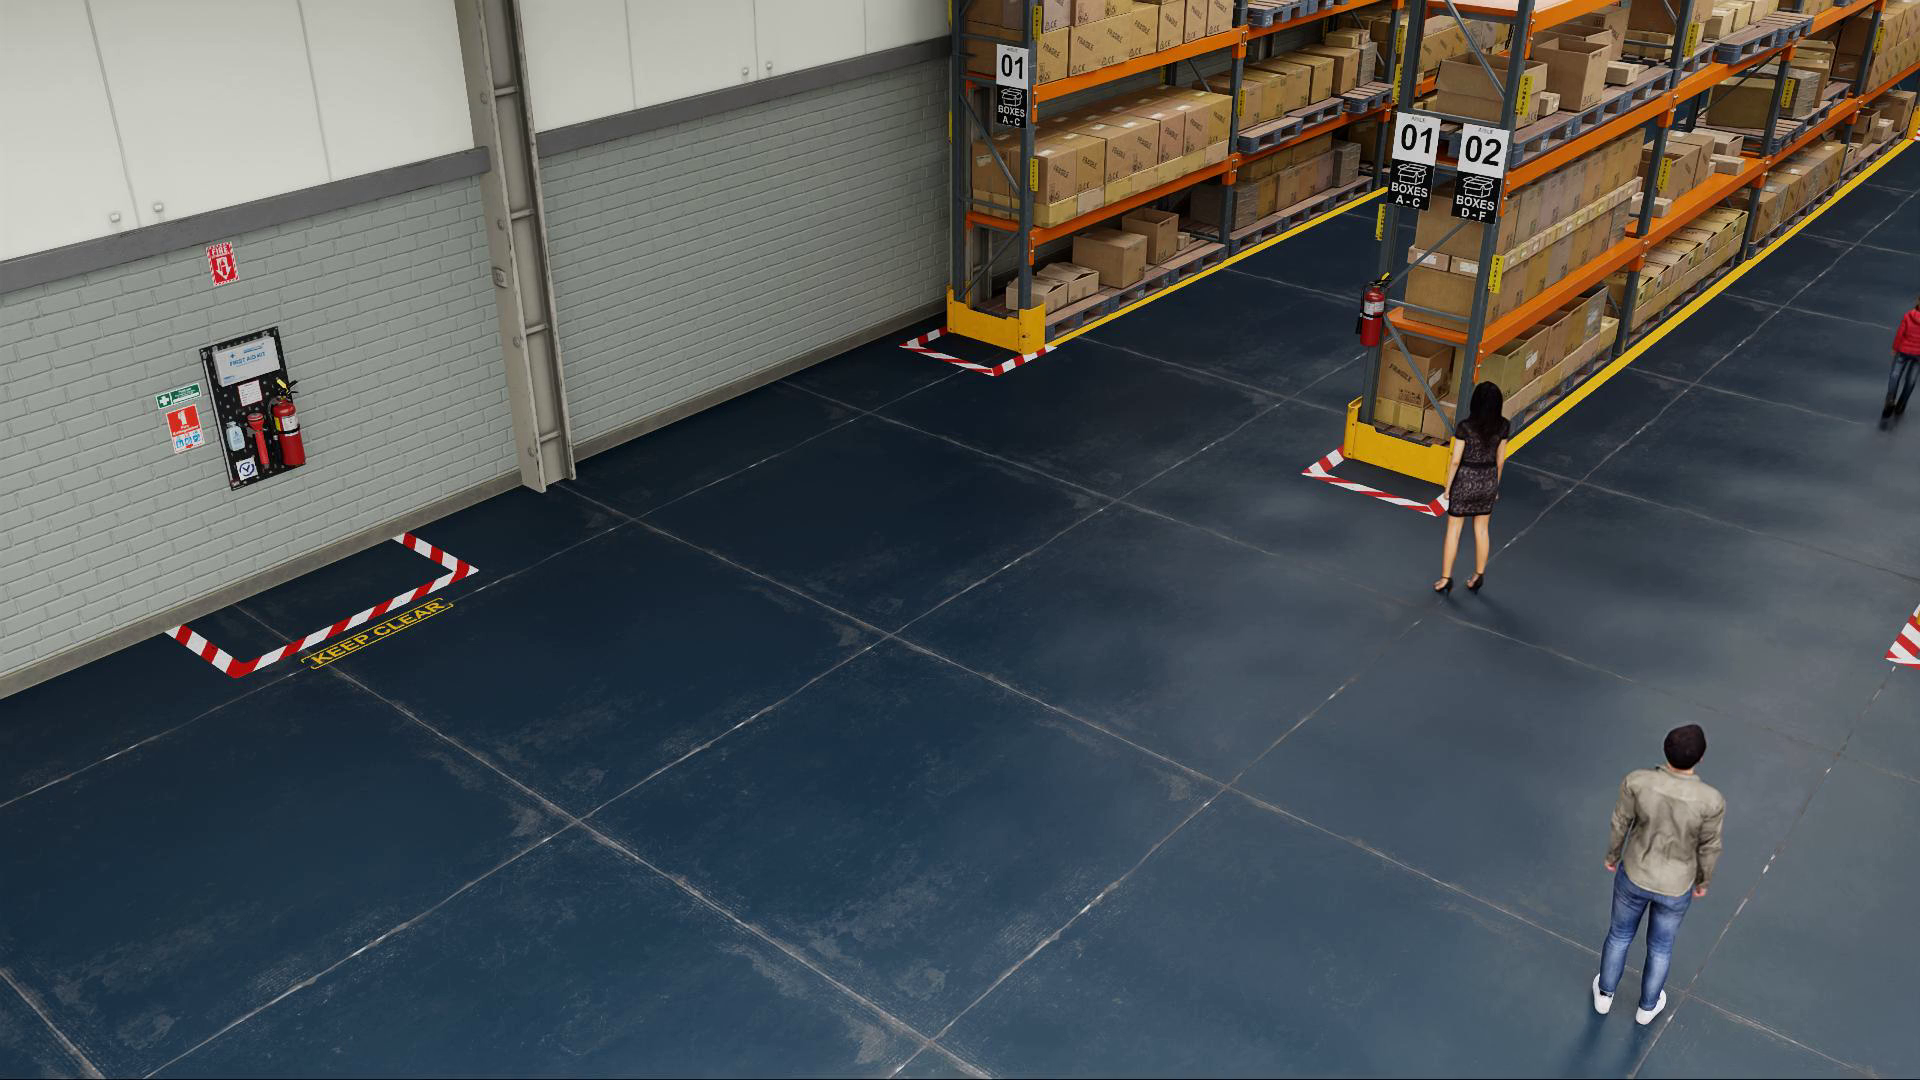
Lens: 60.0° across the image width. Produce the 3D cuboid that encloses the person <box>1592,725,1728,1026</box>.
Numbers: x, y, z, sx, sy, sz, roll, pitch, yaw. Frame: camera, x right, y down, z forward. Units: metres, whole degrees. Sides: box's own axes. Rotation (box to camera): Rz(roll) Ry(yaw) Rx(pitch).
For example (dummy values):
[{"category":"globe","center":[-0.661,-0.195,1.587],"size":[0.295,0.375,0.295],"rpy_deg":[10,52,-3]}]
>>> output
[{"category":"person","center":[3.663,1.770,8.763],"size":[0.752,1.866,0.672],"rpy_deg":[13,31,24]}]

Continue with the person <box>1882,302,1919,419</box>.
[{"category":"person","center":[9.153,-1.777,16.023],"size":[0.566,1.303,0.816],"rpy_deg":[18,33,30]}]

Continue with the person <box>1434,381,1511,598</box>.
[{"category":"person","center":[3.978,-0.385,12.892],"size":[0.634,1.789,0.708],"rpy_deg":[-4,28,-7]}]
